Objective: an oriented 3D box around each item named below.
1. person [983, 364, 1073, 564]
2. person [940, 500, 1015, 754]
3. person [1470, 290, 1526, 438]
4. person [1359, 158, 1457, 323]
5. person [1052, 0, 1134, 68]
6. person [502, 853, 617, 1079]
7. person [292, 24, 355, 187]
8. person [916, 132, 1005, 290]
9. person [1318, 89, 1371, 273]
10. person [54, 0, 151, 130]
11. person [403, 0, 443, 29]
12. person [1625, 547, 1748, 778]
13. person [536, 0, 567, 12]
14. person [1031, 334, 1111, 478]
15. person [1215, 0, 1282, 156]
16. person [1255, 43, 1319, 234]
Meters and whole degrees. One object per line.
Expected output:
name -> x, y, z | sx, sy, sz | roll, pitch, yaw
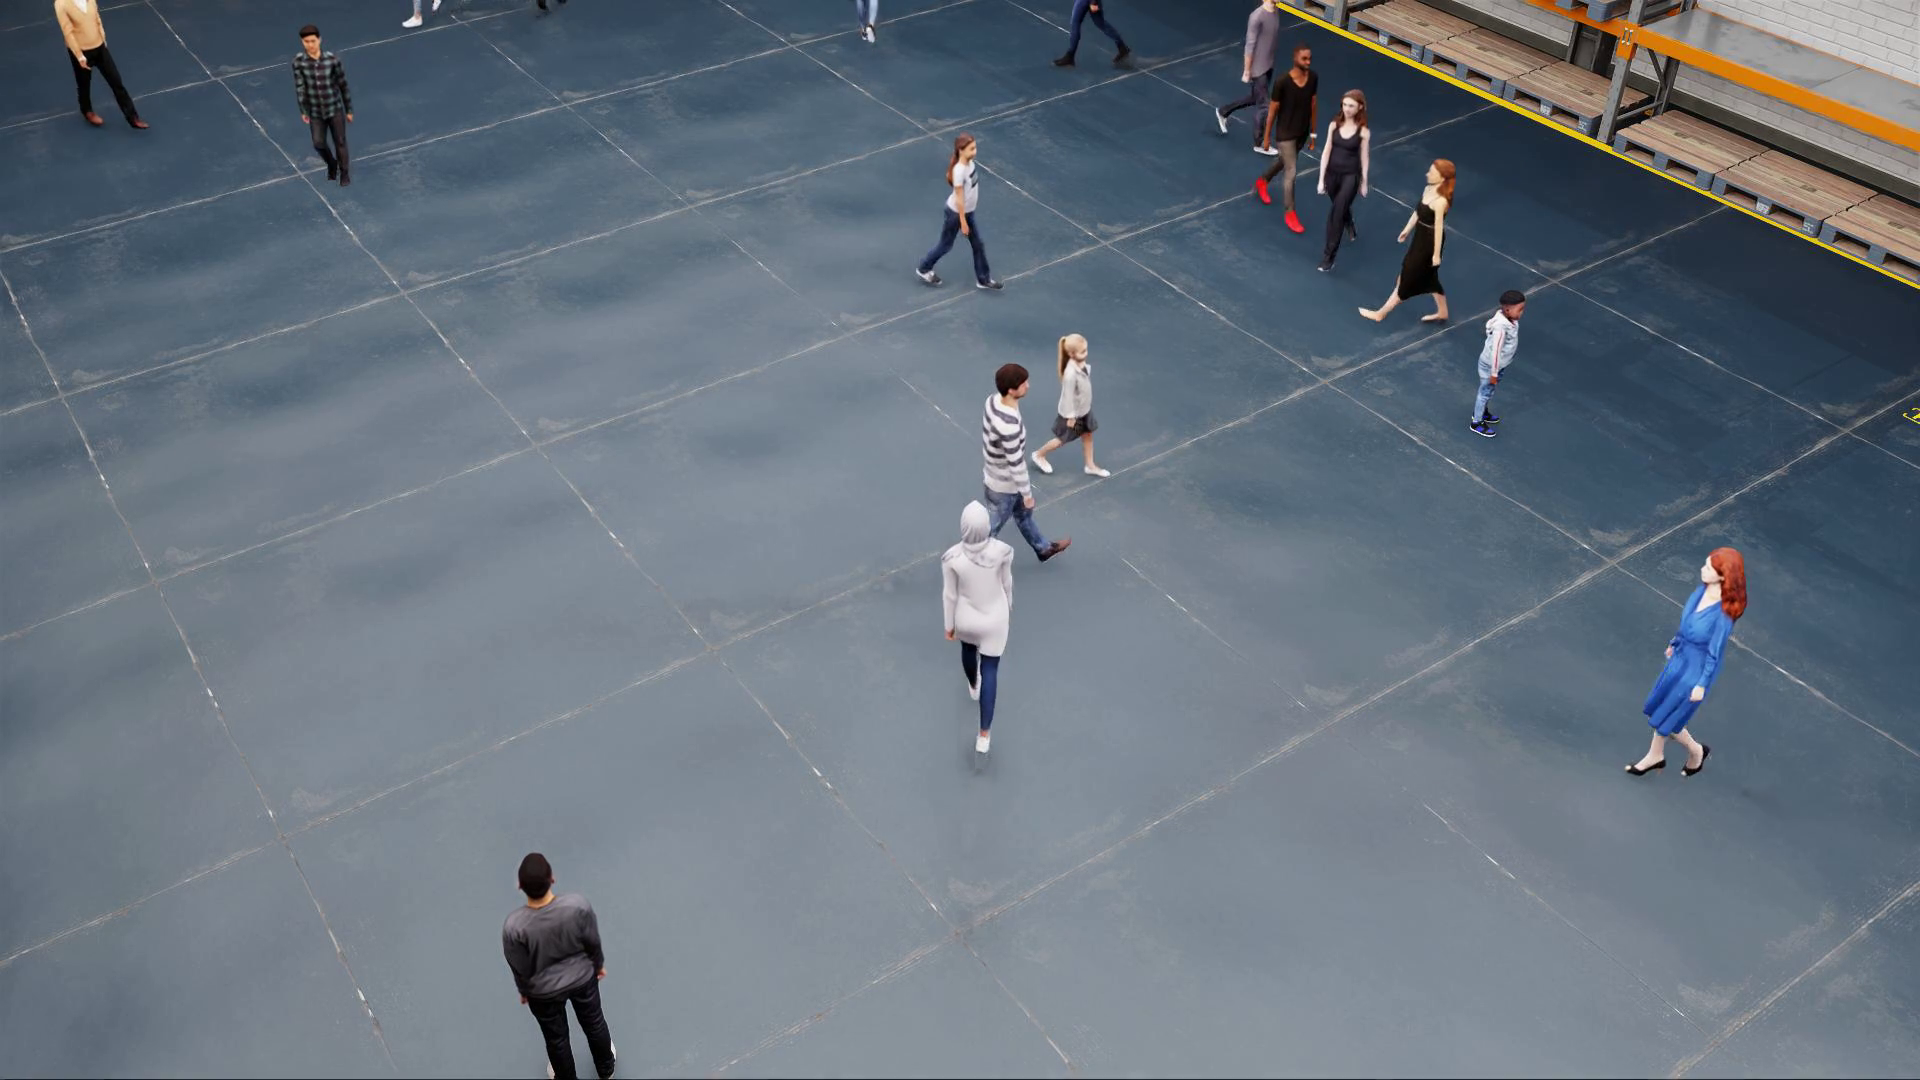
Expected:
person -> 0.218, -0.406, 11.656 | 1.048, 1.808, 1.145 | -6, 39, -8
person -> 0.136, 0.566, 10.491 | 1.037, 1.744, 1.192 | 1, 39, 2
person -> 4.313, -1.456, 13.411 | 0.606, 1.260, 0.563 | 16, 41, 19
person -> 4.181, -2.564, 14.539 | 1.051, 1.583, 1.055 | 2, 39, 3
person -> 1.593, -6.200, 18.990 | 1.177, 1.710, 1.173 | 4, 39, 5
person -> -2.023, 2.212, 8.416 | 0.643, 1.761, 0.564 | -18, 42, -21
person -> -6.442, -4.415, 16.849 | 0.786, 1.709, 0.744 | -8, 39, -10
person -> -0.070, -2.973, 15.098 | 1.119, 1.524, 0.941 | 14, 41, 17
person -> 3.619, -3.413, 15.505 | 1.154, 1.704, 0.938 | 19, 43, 23
person -> -9.358, -5.212, 17.749 | 1.245, 1.715, 0.950 | 21, 43, 25
person -> -6.602, -7.082, 20.105 | 0.702, 1.698, 0.771 | -26, 45, -29
person -> 4.530, 0.811, 10.125 | 0.907, 1.816, 0.852 | 4, 39, 4
person -> -5.127, -7.282, 20.540 | 0.934, 1.466, 0.946 | 11, 40, 14
person -> 0.830, -1.032, 12.883 | 0.931, 1.255, 0.770 | 18, 42, 21
person -> 3.050, -4.968, 17.357 | 1.171, 1.822, 0.934 | 23, 44, 26
person -> 3.166, -3.987, 16.171 | 0.769, 1.770, 1.224 | -17, 42, -20
